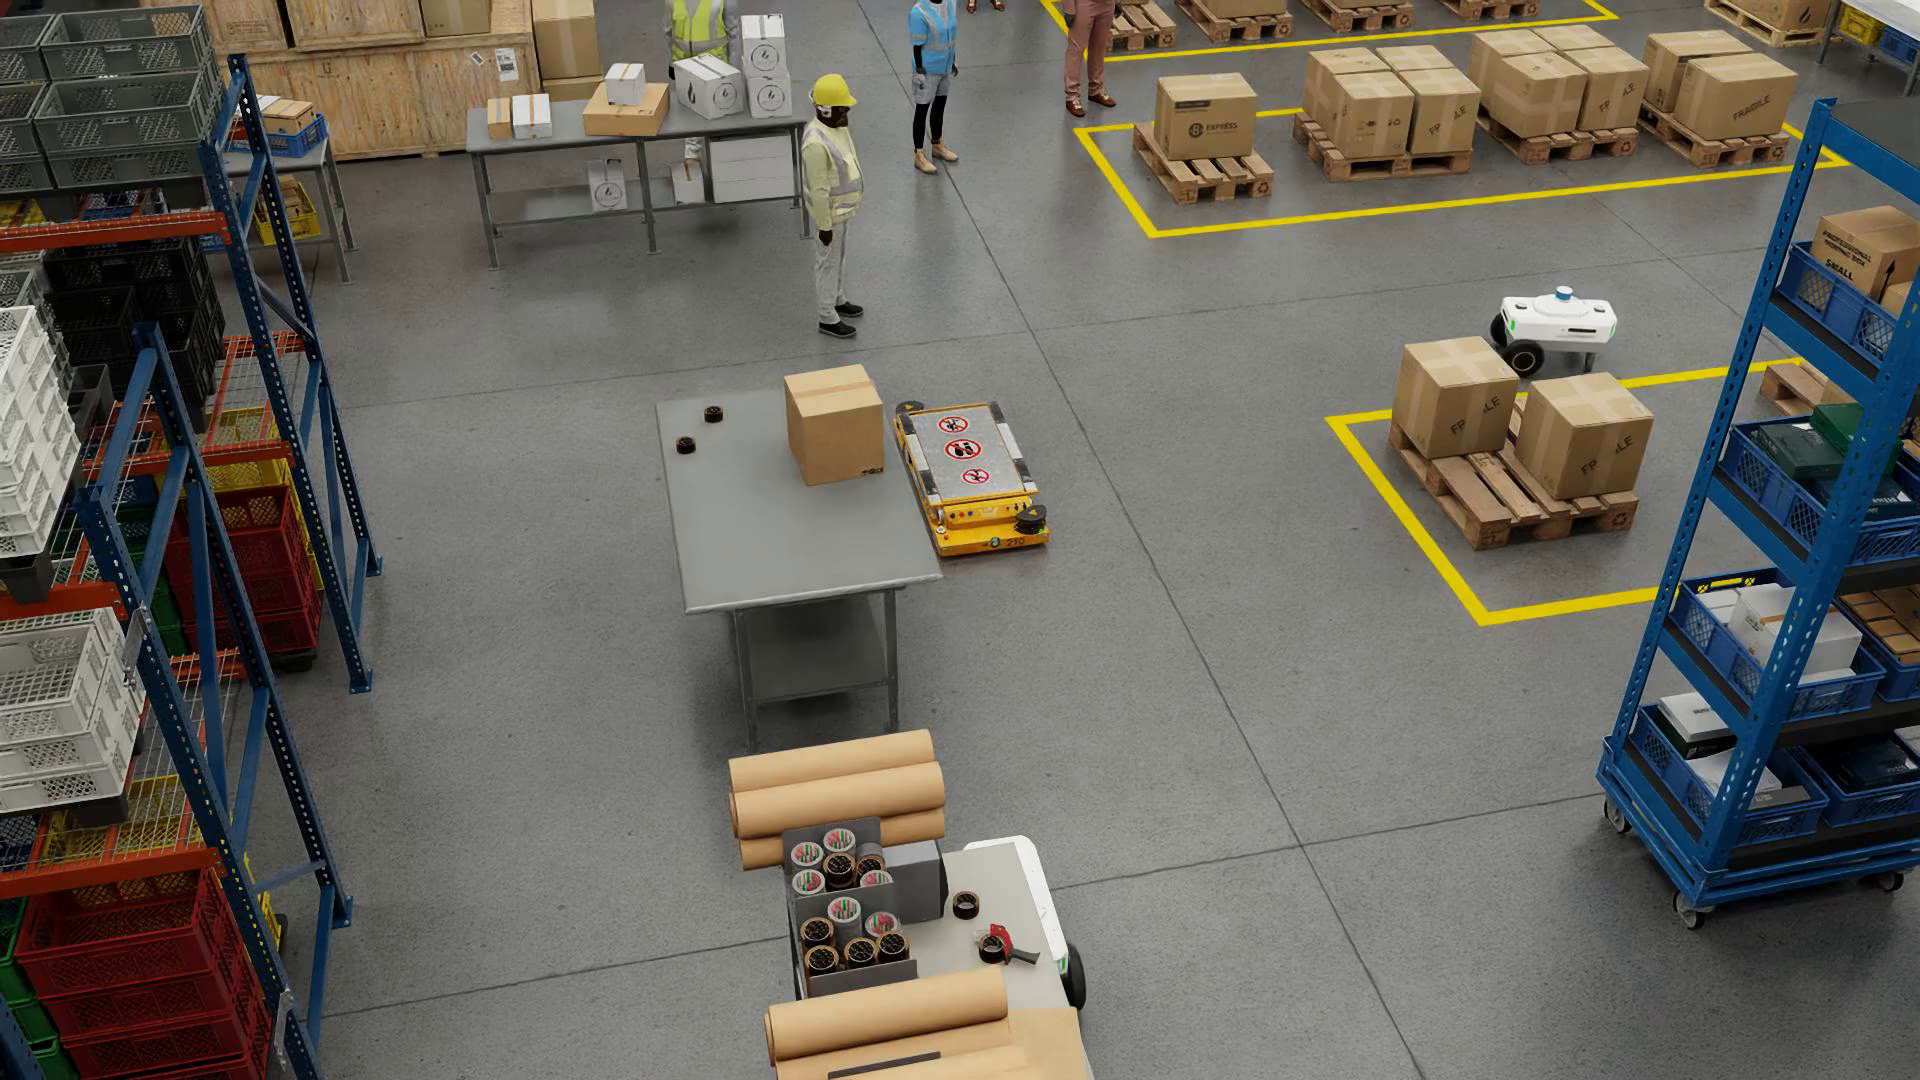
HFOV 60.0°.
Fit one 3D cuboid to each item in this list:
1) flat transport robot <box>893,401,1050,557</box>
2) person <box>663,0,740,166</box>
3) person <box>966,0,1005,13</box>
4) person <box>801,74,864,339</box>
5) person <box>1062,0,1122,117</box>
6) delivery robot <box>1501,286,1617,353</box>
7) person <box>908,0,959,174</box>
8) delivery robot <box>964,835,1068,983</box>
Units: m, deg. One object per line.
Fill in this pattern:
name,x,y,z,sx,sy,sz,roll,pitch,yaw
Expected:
flat transport robot,0.046,-0.430,10.108,0.652,0.197,1.431,-8,37,-10
person,-2.071,-3.823,13.366,0.620,1.840,0.430,7,37,9
person,0.278,-6.221,16.560,0.521,1.874,0.327,-5,37,-7
person,-0.850,-2.269,11.283,0.404,1.828,0.603,5,37,7
person,1.162,-4.668,14.445,0.641,1.908,0.407,-25,43,-29
delivery robot,4.023,-1.471,11.195,0.707,0.478,0.477,3,37,4
person,-0.205,-3.847,13.518,0.322,1.692,0.531,26,44,30
delivery robot,0.222,1.590,7.082,0.477,0.478,0.707,-7,37,-9
